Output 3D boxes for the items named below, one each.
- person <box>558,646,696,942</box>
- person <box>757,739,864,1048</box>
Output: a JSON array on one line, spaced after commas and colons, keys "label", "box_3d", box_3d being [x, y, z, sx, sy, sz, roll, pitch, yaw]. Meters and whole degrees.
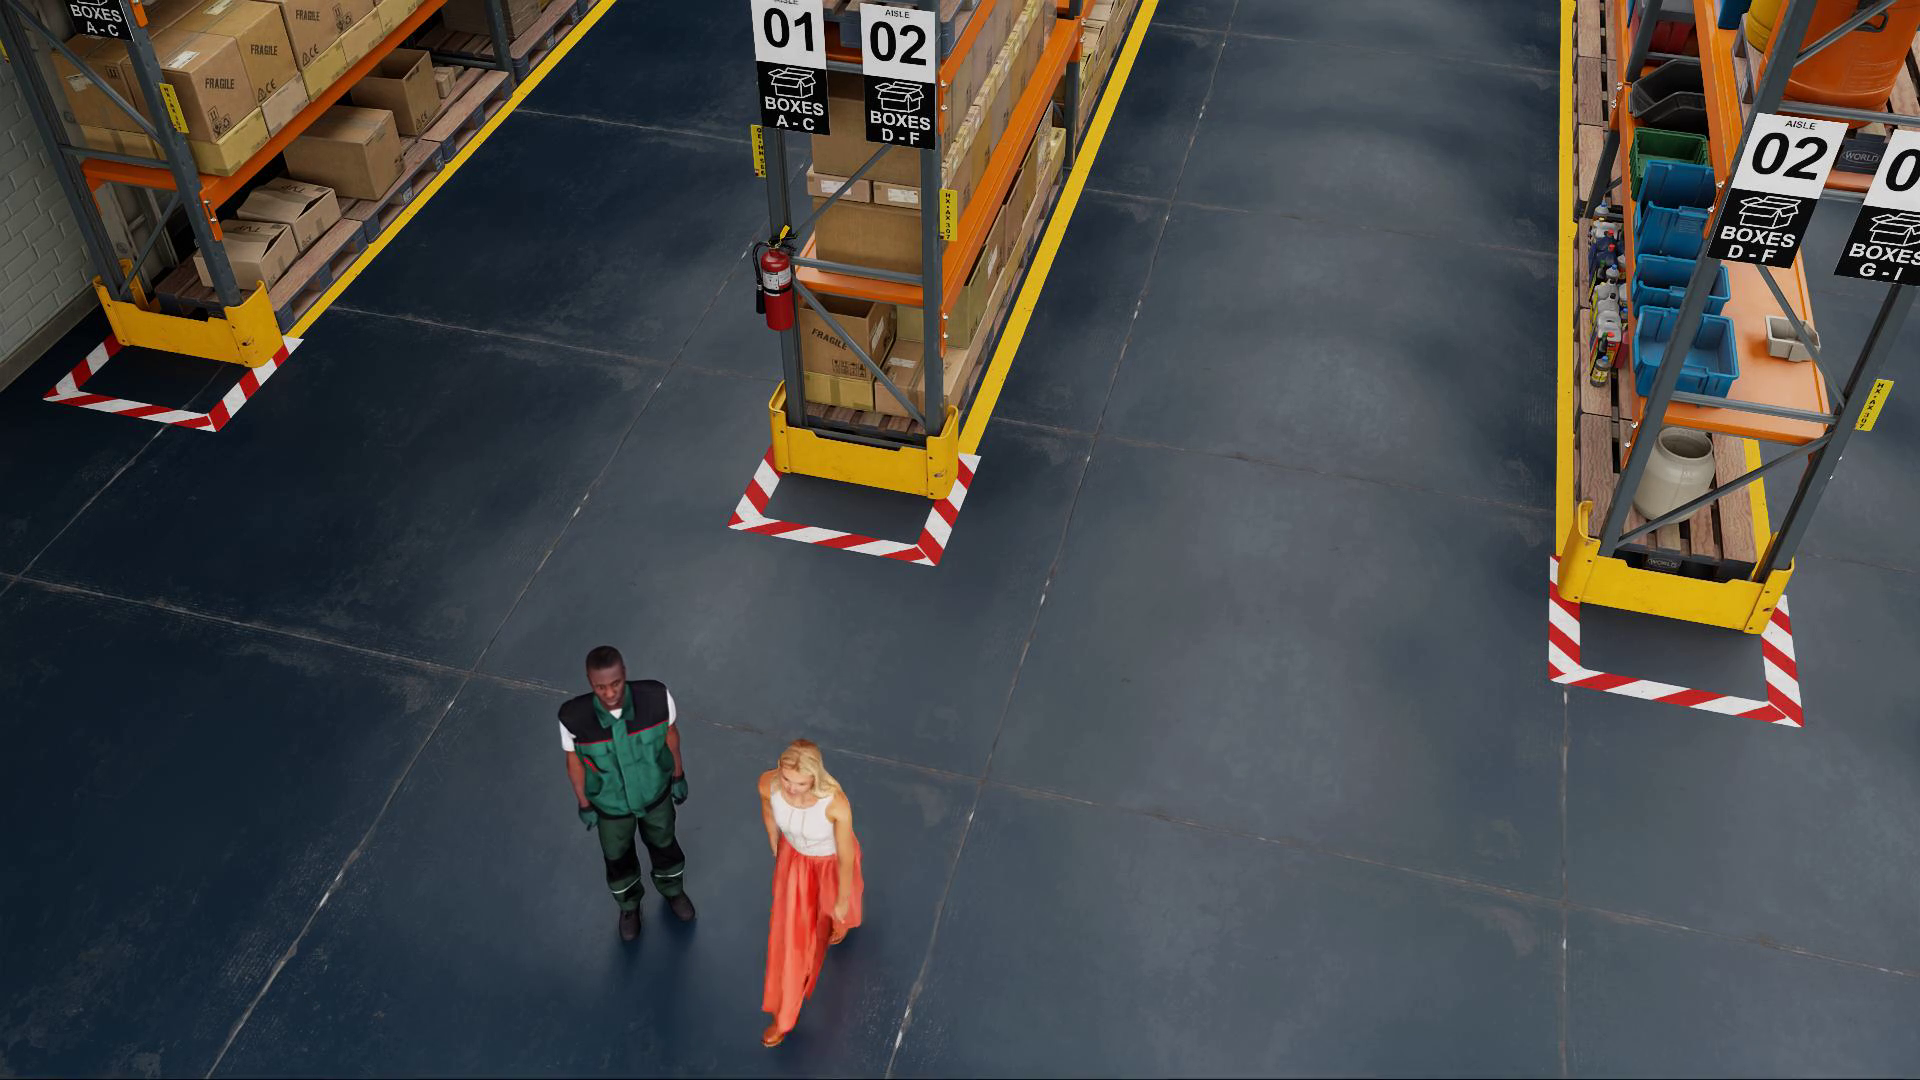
[{"label": "person", "box_3d": [-1.521, 1.146, 7.667, 0.786, 1.840, 0.819, -16, 45, -16]}, {"label": "person", "box_3d": [-0.605, 1.379, 7.486, 0.686, 1.747, 1.222, 15, 45, 16]}]
